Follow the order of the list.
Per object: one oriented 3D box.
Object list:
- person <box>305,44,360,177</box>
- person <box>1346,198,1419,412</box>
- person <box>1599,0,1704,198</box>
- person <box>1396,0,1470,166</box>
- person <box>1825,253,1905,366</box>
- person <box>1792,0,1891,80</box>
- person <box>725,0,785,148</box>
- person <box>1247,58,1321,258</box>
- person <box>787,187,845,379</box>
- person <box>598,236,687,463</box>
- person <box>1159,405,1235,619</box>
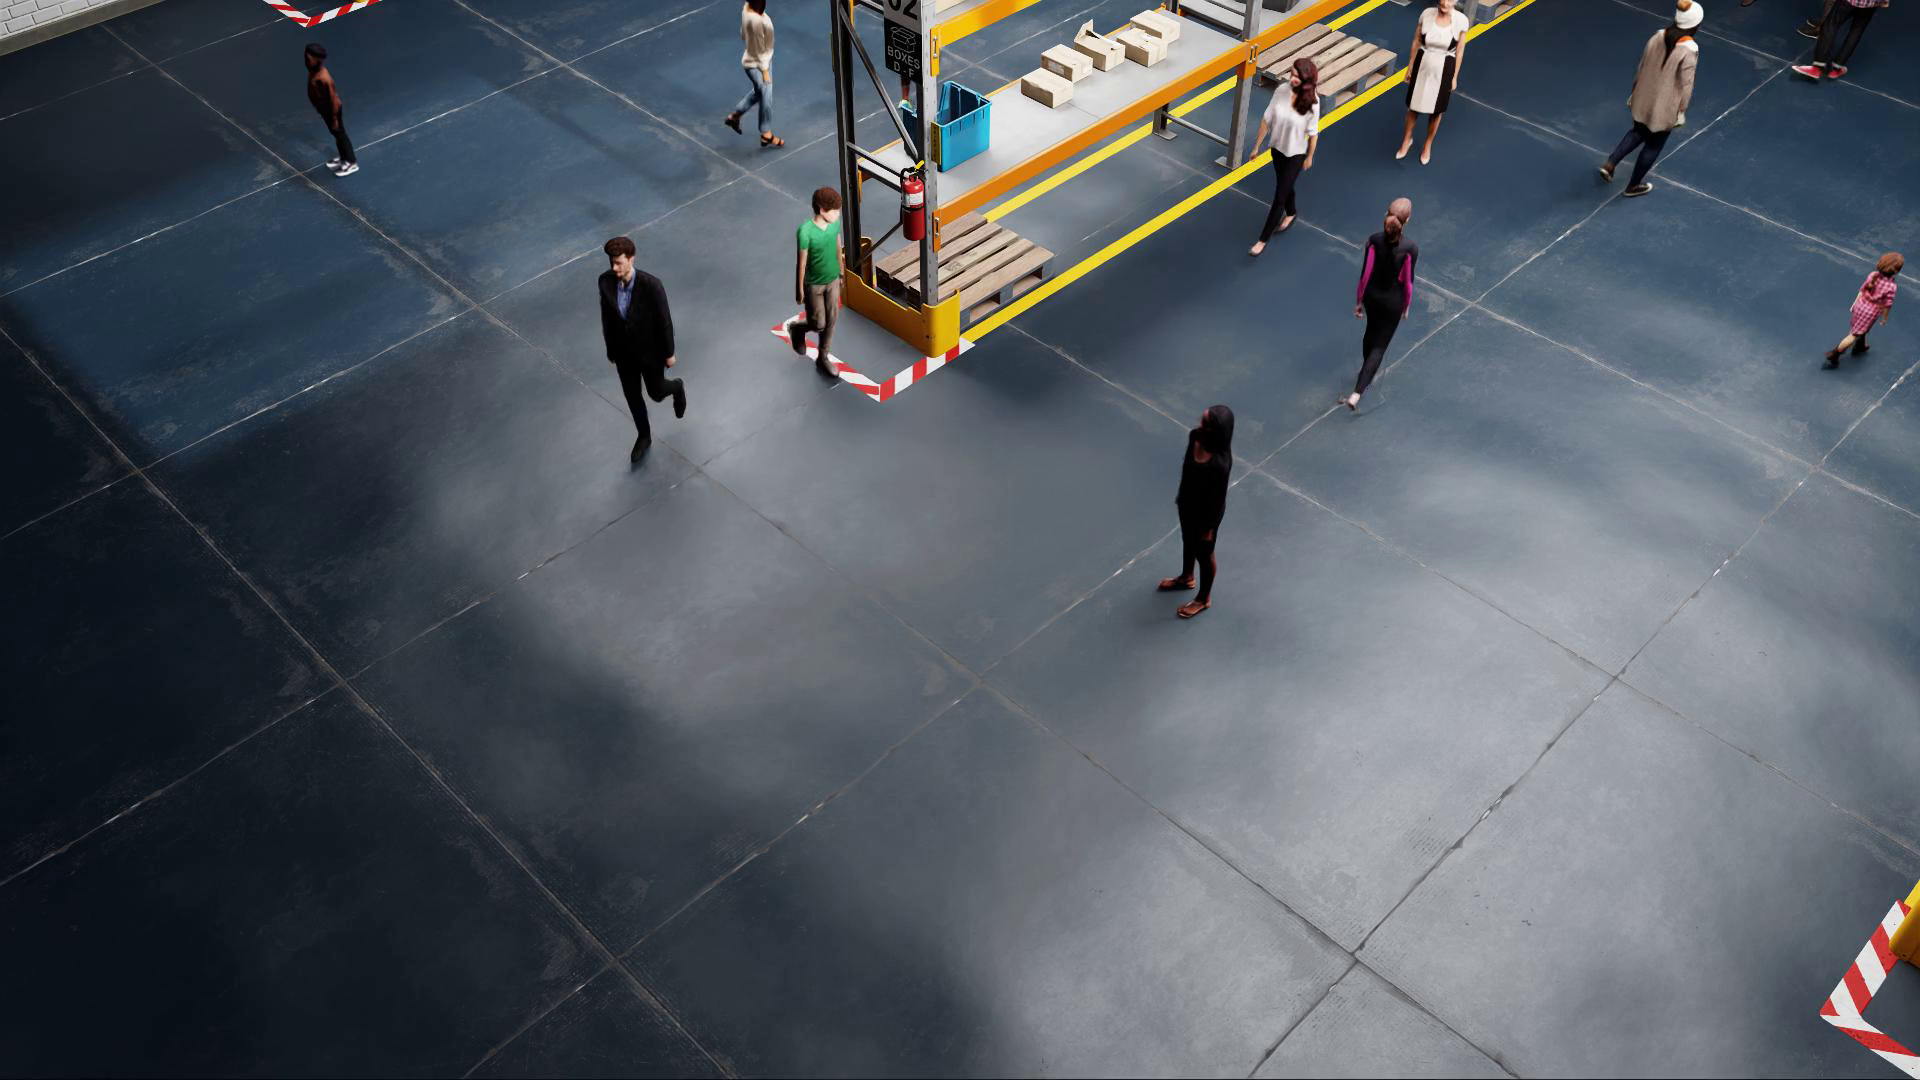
[{"bbox_3d":[-5.784,-3.968,15.274,0.514,1.255,0.548,-27,50,-26],"label":"person"},{"bbox_3d":[3.172,-1.765,12.624,0.756,1.719,1.145,22,48,22],"label":"person"},{"bbox_3d":[6.109,-3.886,14.731,0.918,1.884,0.837,-17,46,-17],"label":"person"},{"bbox_3d":[4.338,-4.280,15.239,0.703,1.752,0.647,18,47,18],"label":"person"},{"bbox_3d":[7.185,-1.826,13.199,0.786,1.014,0.571,-18,46,-18],"label":"person"},{"bbox_3d":[8.881,-5.364,16.397,0.953,1.727,0.907,6,44,6],"label":"person"},{"bbox_3d":[-1.958,-4.409,15.434,0.910,1.671,0.830,-8,44,-8],"label":"person"},{"bbox_3d":[2.863,-3.331,14.244,1.038,1.752,0.610,-34,53,-30],"label":"person"},{"bbox_3d":[-1.143,-2.051,12.990,0.748,1.629,0.705,-27,50,-26],"label":"person"},{"bbox_3d":[-2.321,-1.469,12.201,0.957,1.874,1.095,13,45,13],"label":"person"},{"bbox_3d":[1.593,-0.209,10.991,0.661,1.719,0.684,-13,45,-14],"label":"person"}]
